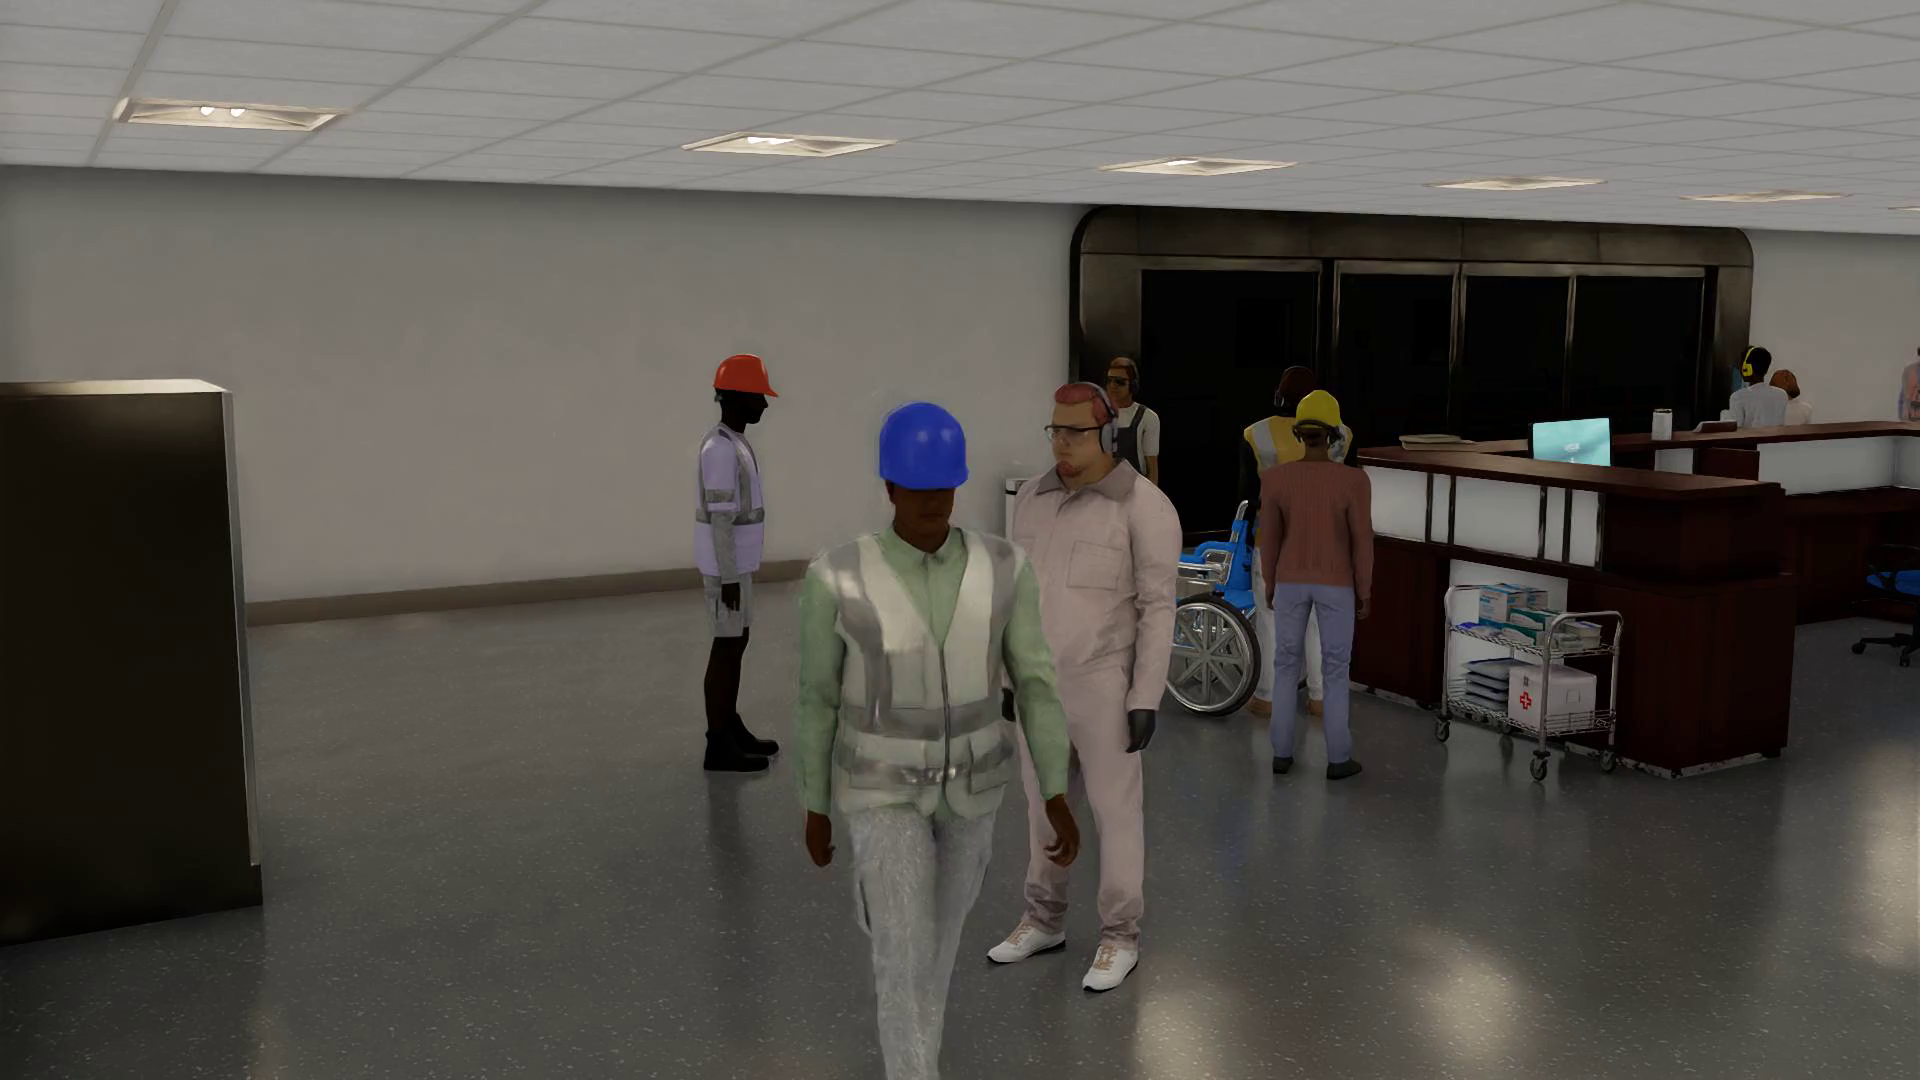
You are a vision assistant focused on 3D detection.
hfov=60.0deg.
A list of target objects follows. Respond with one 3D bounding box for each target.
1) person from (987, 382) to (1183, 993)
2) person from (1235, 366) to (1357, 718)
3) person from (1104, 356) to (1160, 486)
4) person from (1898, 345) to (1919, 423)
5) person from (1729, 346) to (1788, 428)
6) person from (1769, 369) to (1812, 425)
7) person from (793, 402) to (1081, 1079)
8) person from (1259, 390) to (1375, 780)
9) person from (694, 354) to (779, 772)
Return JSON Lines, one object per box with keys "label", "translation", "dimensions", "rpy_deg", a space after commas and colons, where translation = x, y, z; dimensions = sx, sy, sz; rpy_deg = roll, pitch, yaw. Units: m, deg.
{"label": "person", "translation": [0.370, 0.454, 5.279], "dimensions": [0.643, 1.908, 0.411], "rpy_deg": [6, 10, 39]}
{"label": "person", "translation": [1.738, 0.016, 8.685], "dimensions": [0.632, 1.843, 0.429], "rpy_deg": [0, 8, -3]}
{"label": "person", "translation": [0.977, -0.208, 10.277], "dimensions": [0.508, 1.847, 0.345], "rpy_deg": [4, 9, 28]}
{"label": "person", "translation": [10.260, -1.227, 17.747], "dimensions": [0.620, 1.815, 0.653], "rpy_deg": [-5, 9, -33]}
{"label": "person", "translation": [6.014, -0.533, 12.590], "dimensions": [0.508, 1.862, 0.332], "rpy_deg": [-2, 8, -14]}
{"label": "person", "translation": [6.936, -0.623, 14.054], "dimensions": [0.498, 1.633, 0.282], "rpy_deg": [-2, 8, -14]}
{"label": "person", "translation": [-0.043, 0.627, 4.007], "dimensions": [0.625, 1.896, 0.958], "rpy_deg": [-3, 8, -20]}
{"label": "person", "translation": [1.618, 0.206, 7.568], "dimensions": [0.524, 1.772, 0.301], "rpy_deg": [4, 9, 26]}
{"label": "person", "translation": [-1.029, 0.104, 7.732], "dimensions": [0.390, 1.929, 0.545], "rpy_deg": [0, 8, 1]}
